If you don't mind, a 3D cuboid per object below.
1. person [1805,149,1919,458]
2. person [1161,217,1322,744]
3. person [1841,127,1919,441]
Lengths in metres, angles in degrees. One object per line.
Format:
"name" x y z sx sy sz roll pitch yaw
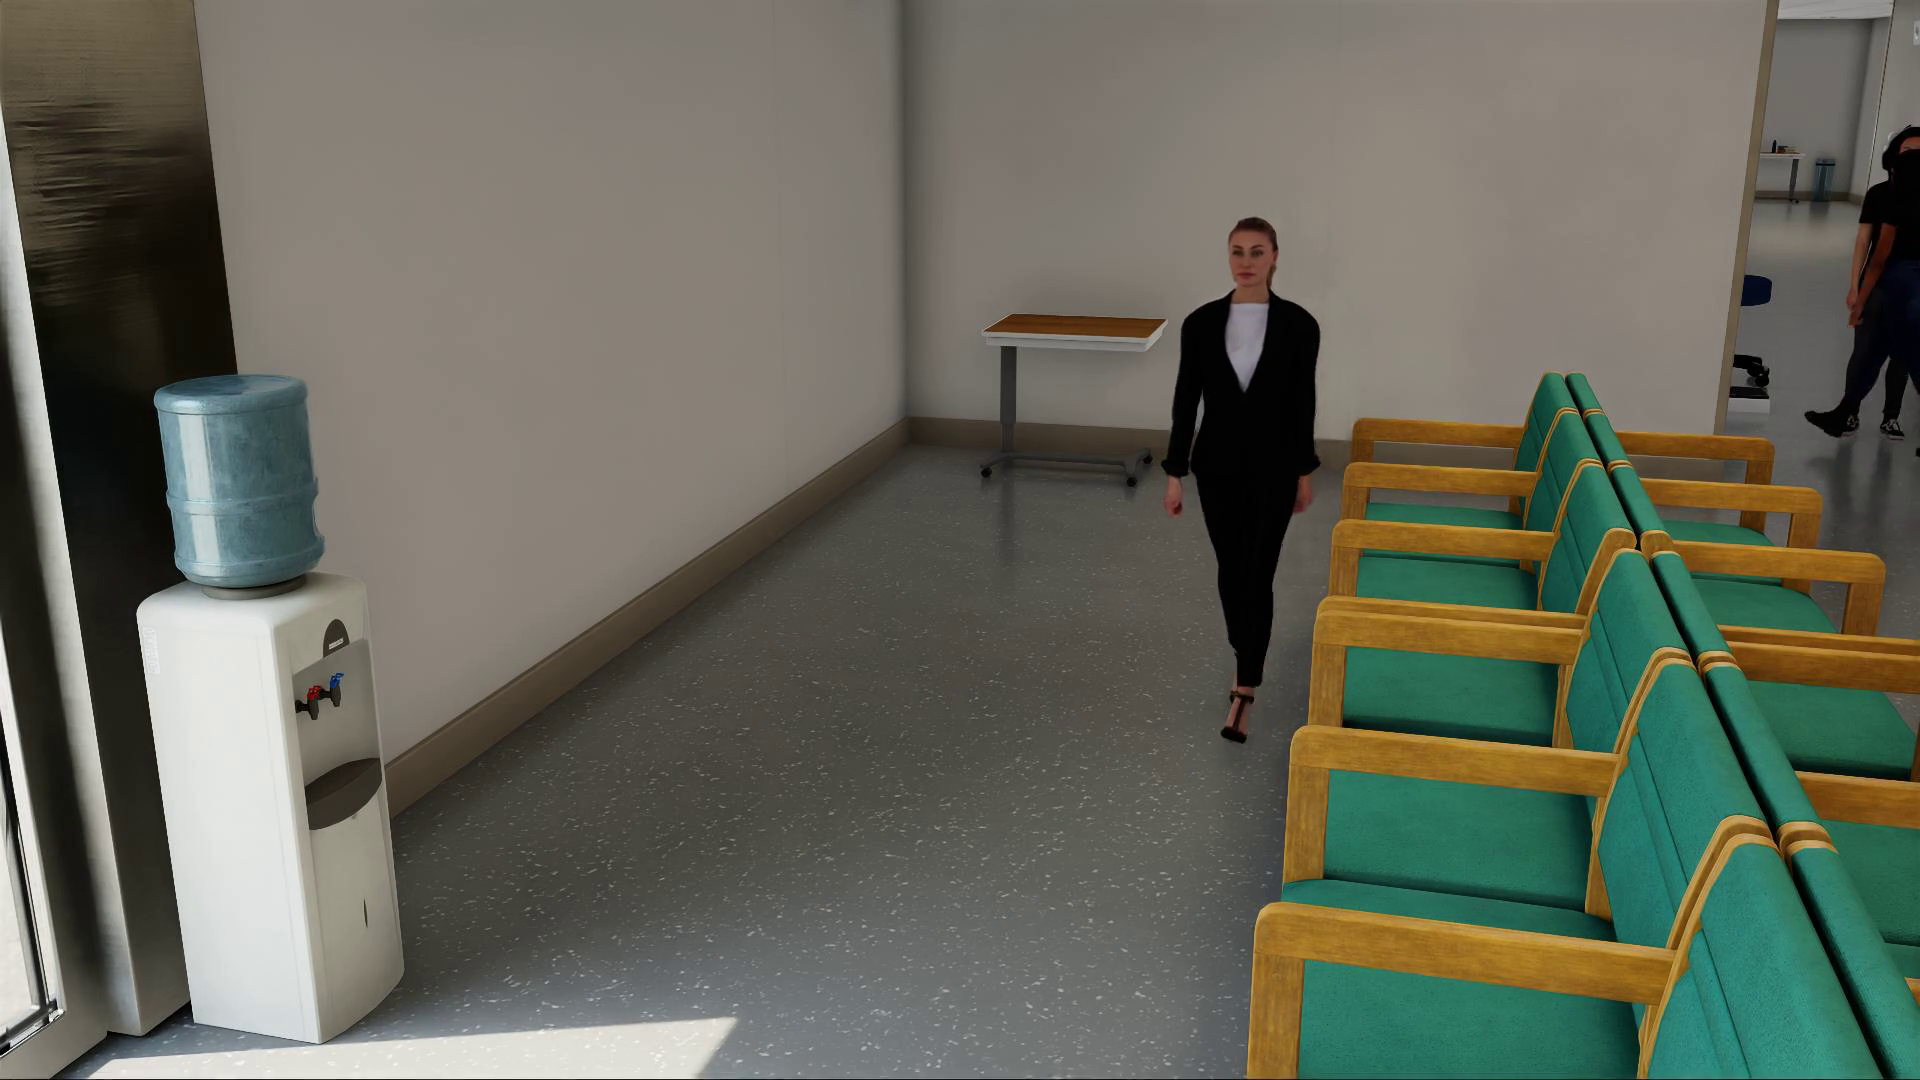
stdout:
"person" 5.344 -1.260 9.273 1.194 1.674 1.184 -7 17 -24
"person" 0.961 -0.204 5.533 0.929 1.670 0.735 5 16 17
"person" 5.589 -1.509 9.959 0.514 1.767 0.721 7 17 23
